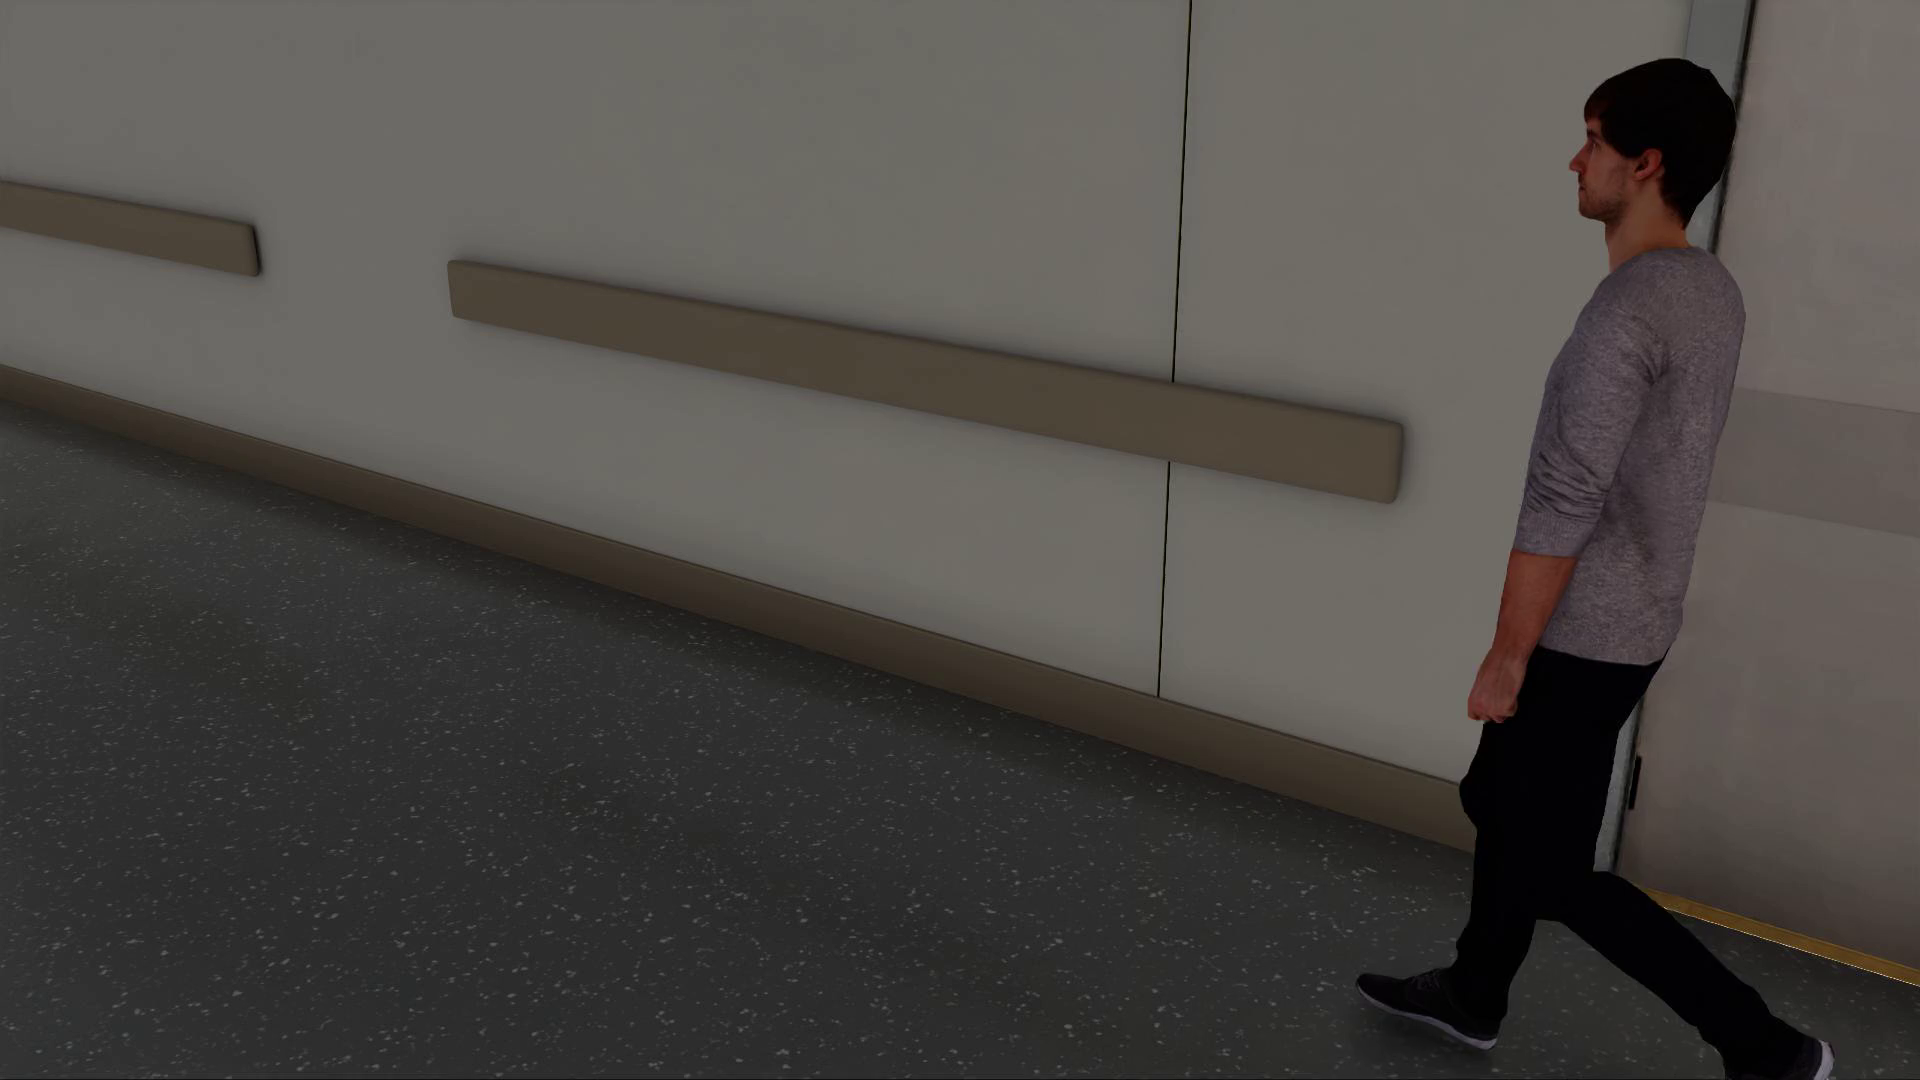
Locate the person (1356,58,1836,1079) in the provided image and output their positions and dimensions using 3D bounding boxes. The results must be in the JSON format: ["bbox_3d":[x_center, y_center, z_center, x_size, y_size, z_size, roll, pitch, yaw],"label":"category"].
[{"bbox_3d":[1.126,0.175,2.744,0.756,1.820,0.992,13,24,31],"label":"person"}]
